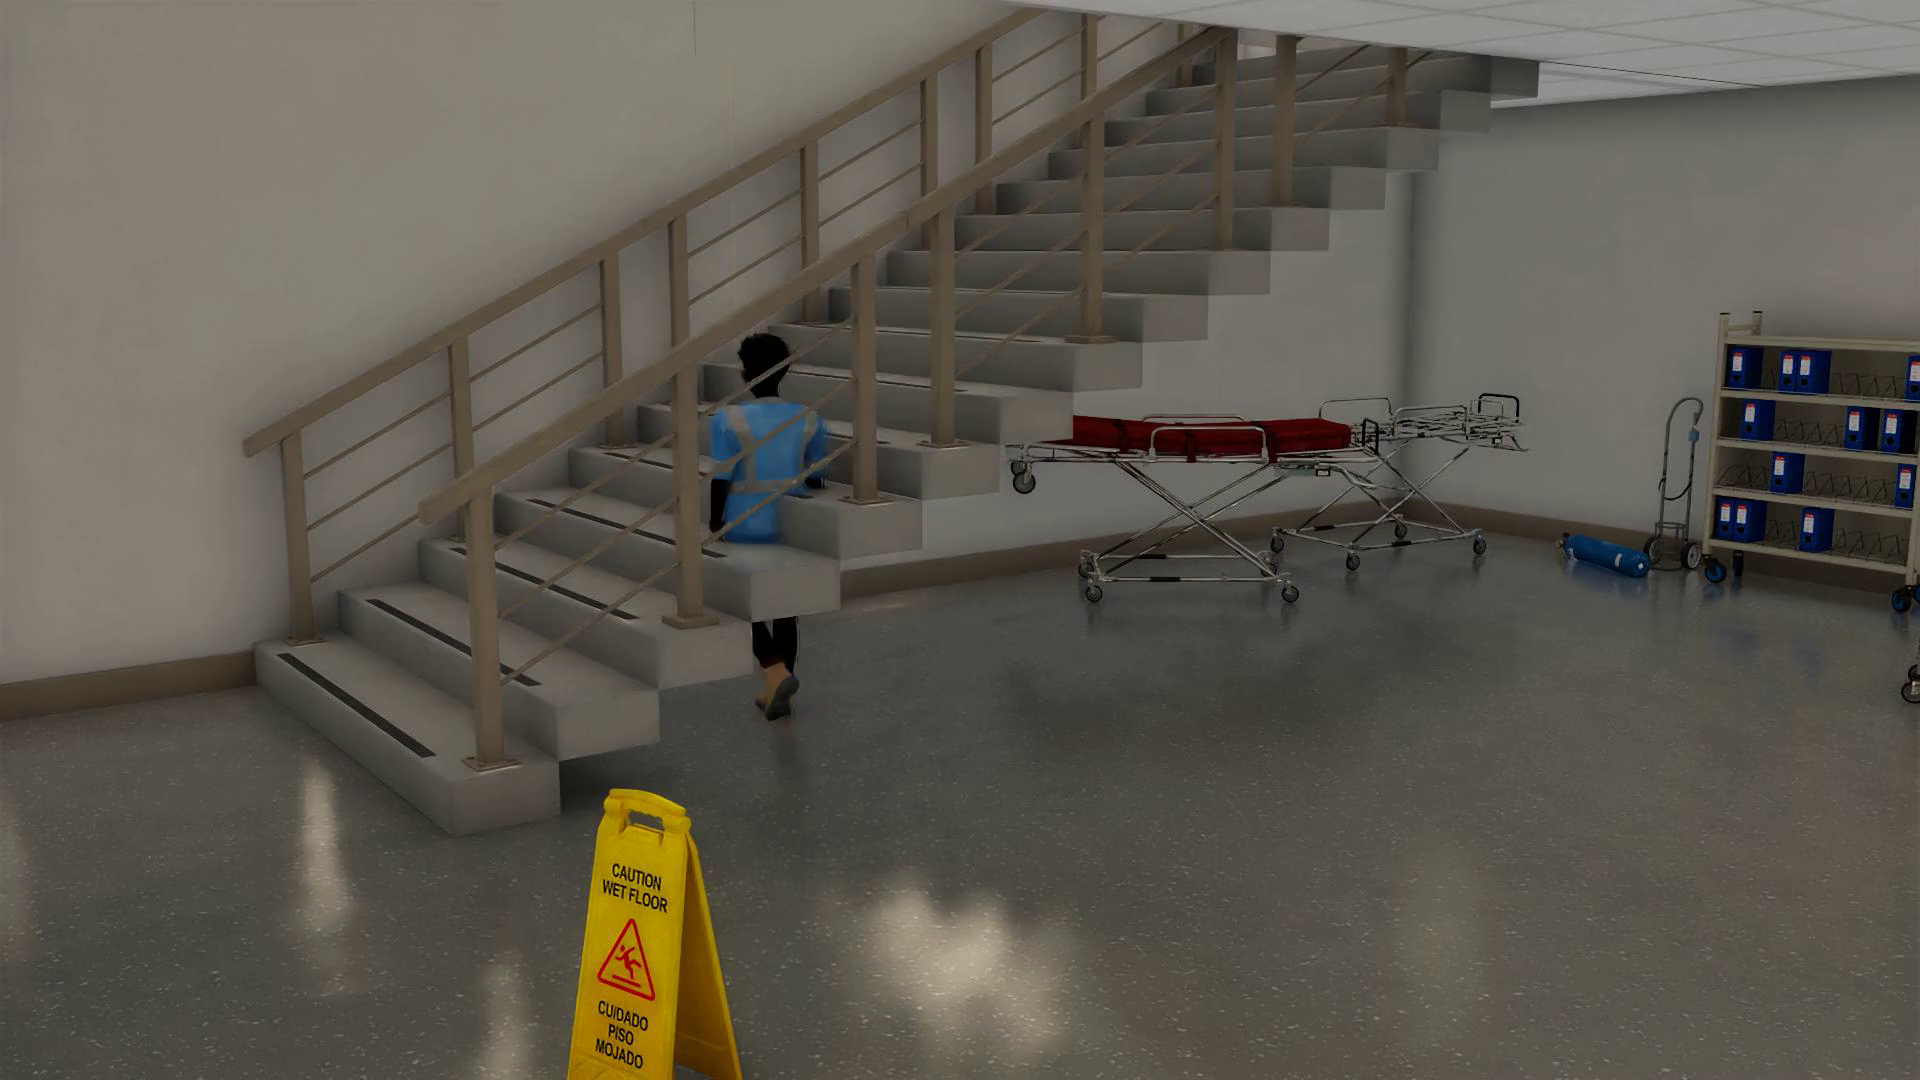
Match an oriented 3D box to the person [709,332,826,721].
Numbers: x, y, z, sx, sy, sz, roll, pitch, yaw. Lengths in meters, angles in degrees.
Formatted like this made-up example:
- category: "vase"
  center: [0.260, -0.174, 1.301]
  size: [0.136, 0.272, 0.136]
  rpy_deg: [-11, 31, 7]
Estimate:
- category: "person"
  center: [-0.790, -0.035, 7.052]
  size: [0.545, 1.681, 0.535]
  rpy_deg: [-7, 12, -33]
